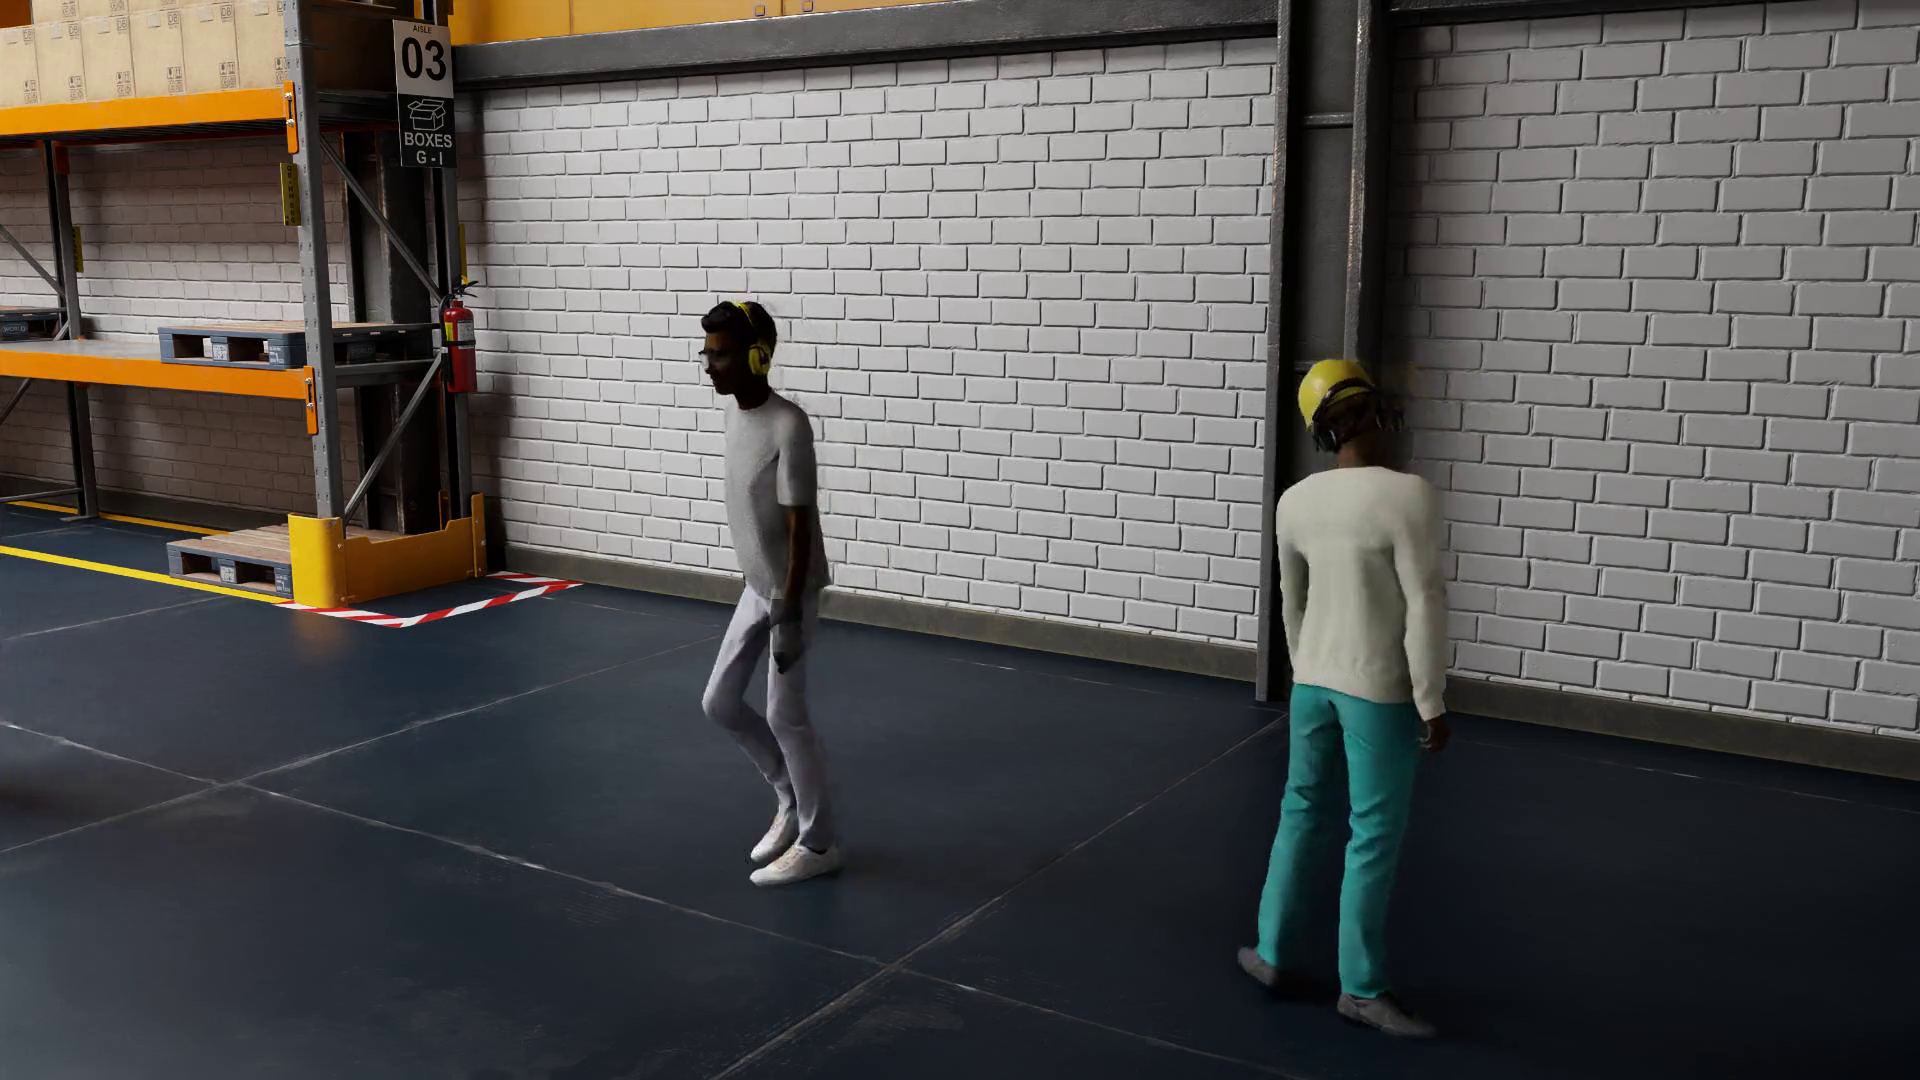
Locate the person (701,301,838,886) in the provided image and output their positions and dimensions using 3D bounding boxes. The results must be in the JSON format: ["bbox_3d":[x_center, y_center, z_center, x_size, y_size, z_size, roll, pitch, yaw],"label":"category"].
[{"bbox_3d":[-0.594,0.178,5.202,0.439,1.840,0.598,-6,12,-29],"label":"person"}]

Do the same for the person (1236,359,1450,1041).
[{"bbox_3d":[1.027,0.407,4.298,0.327,1.721,0.634,-6,12,-30],"label":"person"}]
